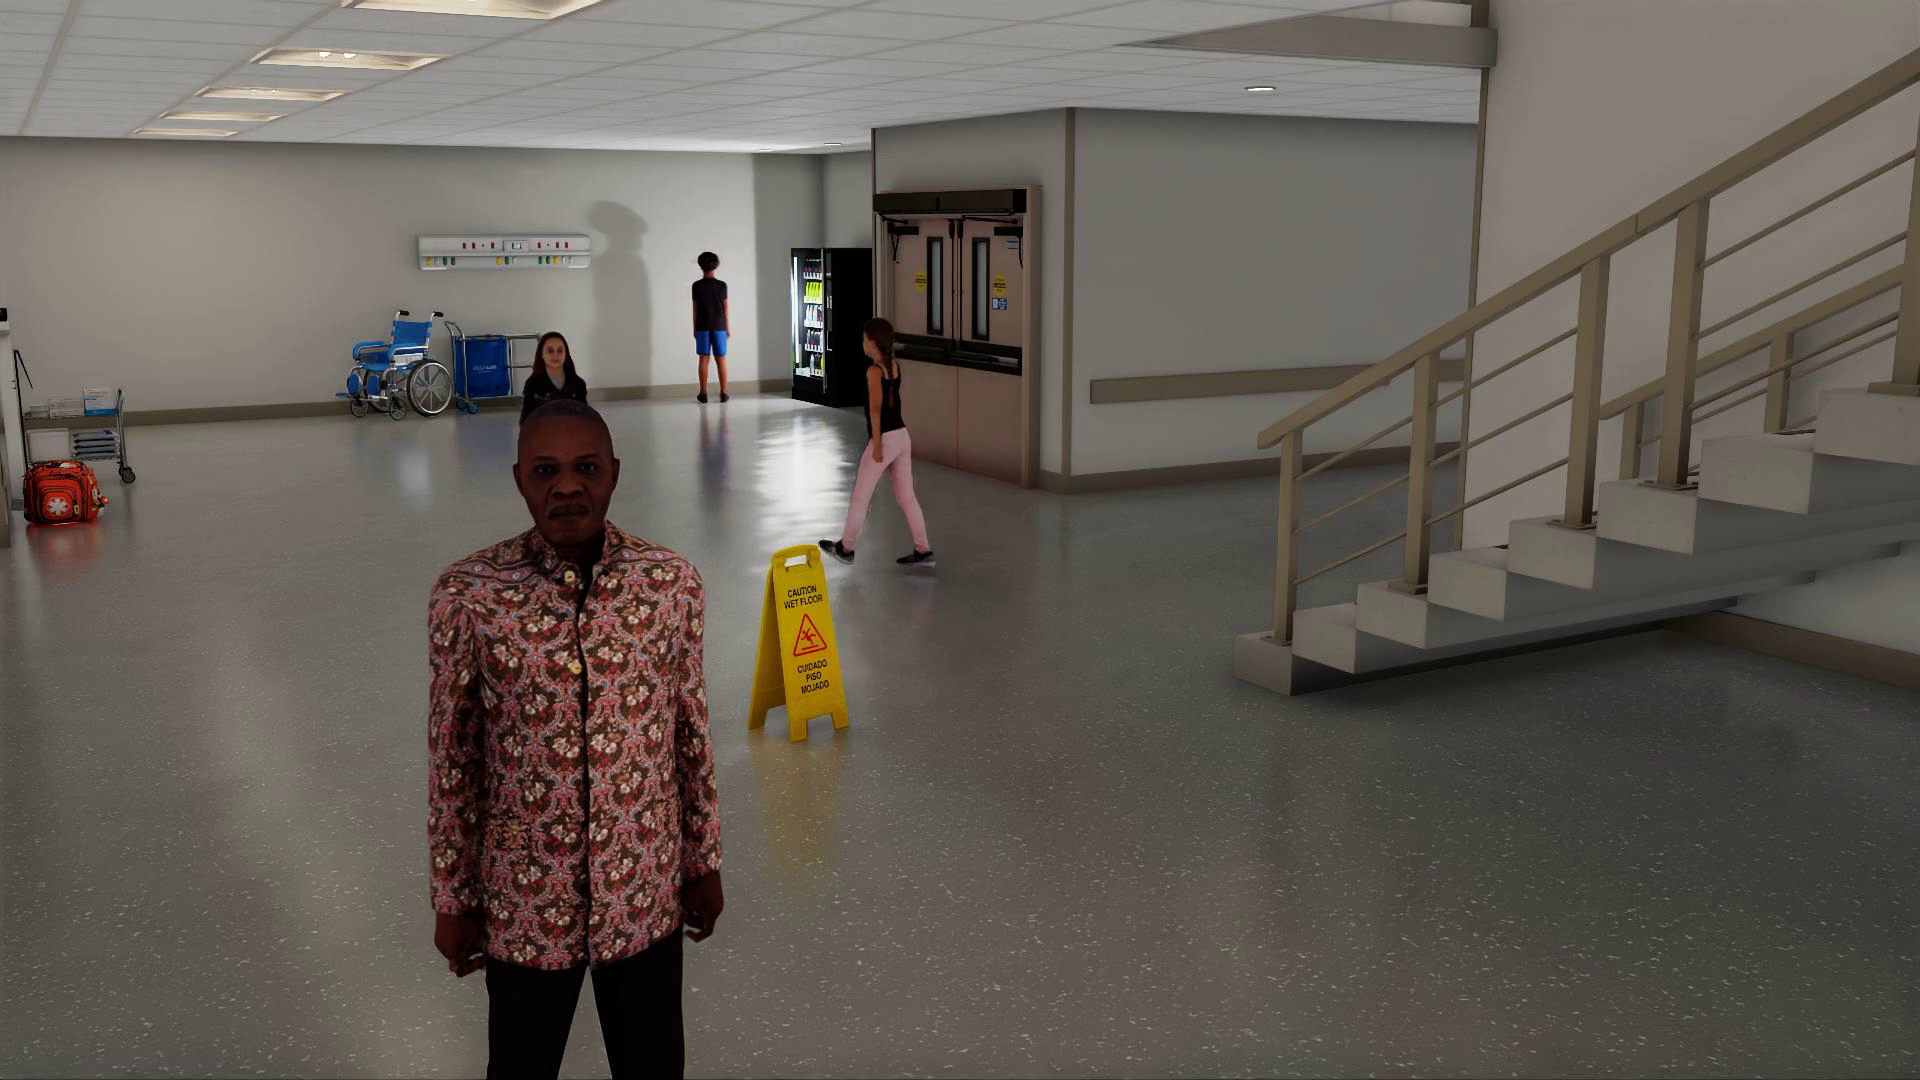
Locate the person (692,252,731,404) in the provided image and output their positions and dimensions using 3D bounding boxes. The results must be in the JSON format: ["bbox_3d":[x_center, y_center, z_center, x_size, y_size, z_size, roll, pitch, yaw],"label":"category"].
[{"bbox_3d":[-2.988,-2.556,19.964,0.665,1.791,0.656,-2,11,-10],"label":"person"}]

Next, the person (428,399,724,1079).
[{"bbox_3d":[-0.707,0.633,3.112,0.715,1.808,0.623,-4,12,-22],"label":"person"}]

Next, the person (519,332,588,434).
[{"bbox_3d":[-2.483,-0.537,10.218,0.737,1.459,0.892,-2,11,-9],"label":"person"}]

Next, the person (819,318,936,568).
[{"bbox_3d":[-0.380,-0.552,10.118,1.061,1.525,0.811,7,13,33],"label":"person"}]
